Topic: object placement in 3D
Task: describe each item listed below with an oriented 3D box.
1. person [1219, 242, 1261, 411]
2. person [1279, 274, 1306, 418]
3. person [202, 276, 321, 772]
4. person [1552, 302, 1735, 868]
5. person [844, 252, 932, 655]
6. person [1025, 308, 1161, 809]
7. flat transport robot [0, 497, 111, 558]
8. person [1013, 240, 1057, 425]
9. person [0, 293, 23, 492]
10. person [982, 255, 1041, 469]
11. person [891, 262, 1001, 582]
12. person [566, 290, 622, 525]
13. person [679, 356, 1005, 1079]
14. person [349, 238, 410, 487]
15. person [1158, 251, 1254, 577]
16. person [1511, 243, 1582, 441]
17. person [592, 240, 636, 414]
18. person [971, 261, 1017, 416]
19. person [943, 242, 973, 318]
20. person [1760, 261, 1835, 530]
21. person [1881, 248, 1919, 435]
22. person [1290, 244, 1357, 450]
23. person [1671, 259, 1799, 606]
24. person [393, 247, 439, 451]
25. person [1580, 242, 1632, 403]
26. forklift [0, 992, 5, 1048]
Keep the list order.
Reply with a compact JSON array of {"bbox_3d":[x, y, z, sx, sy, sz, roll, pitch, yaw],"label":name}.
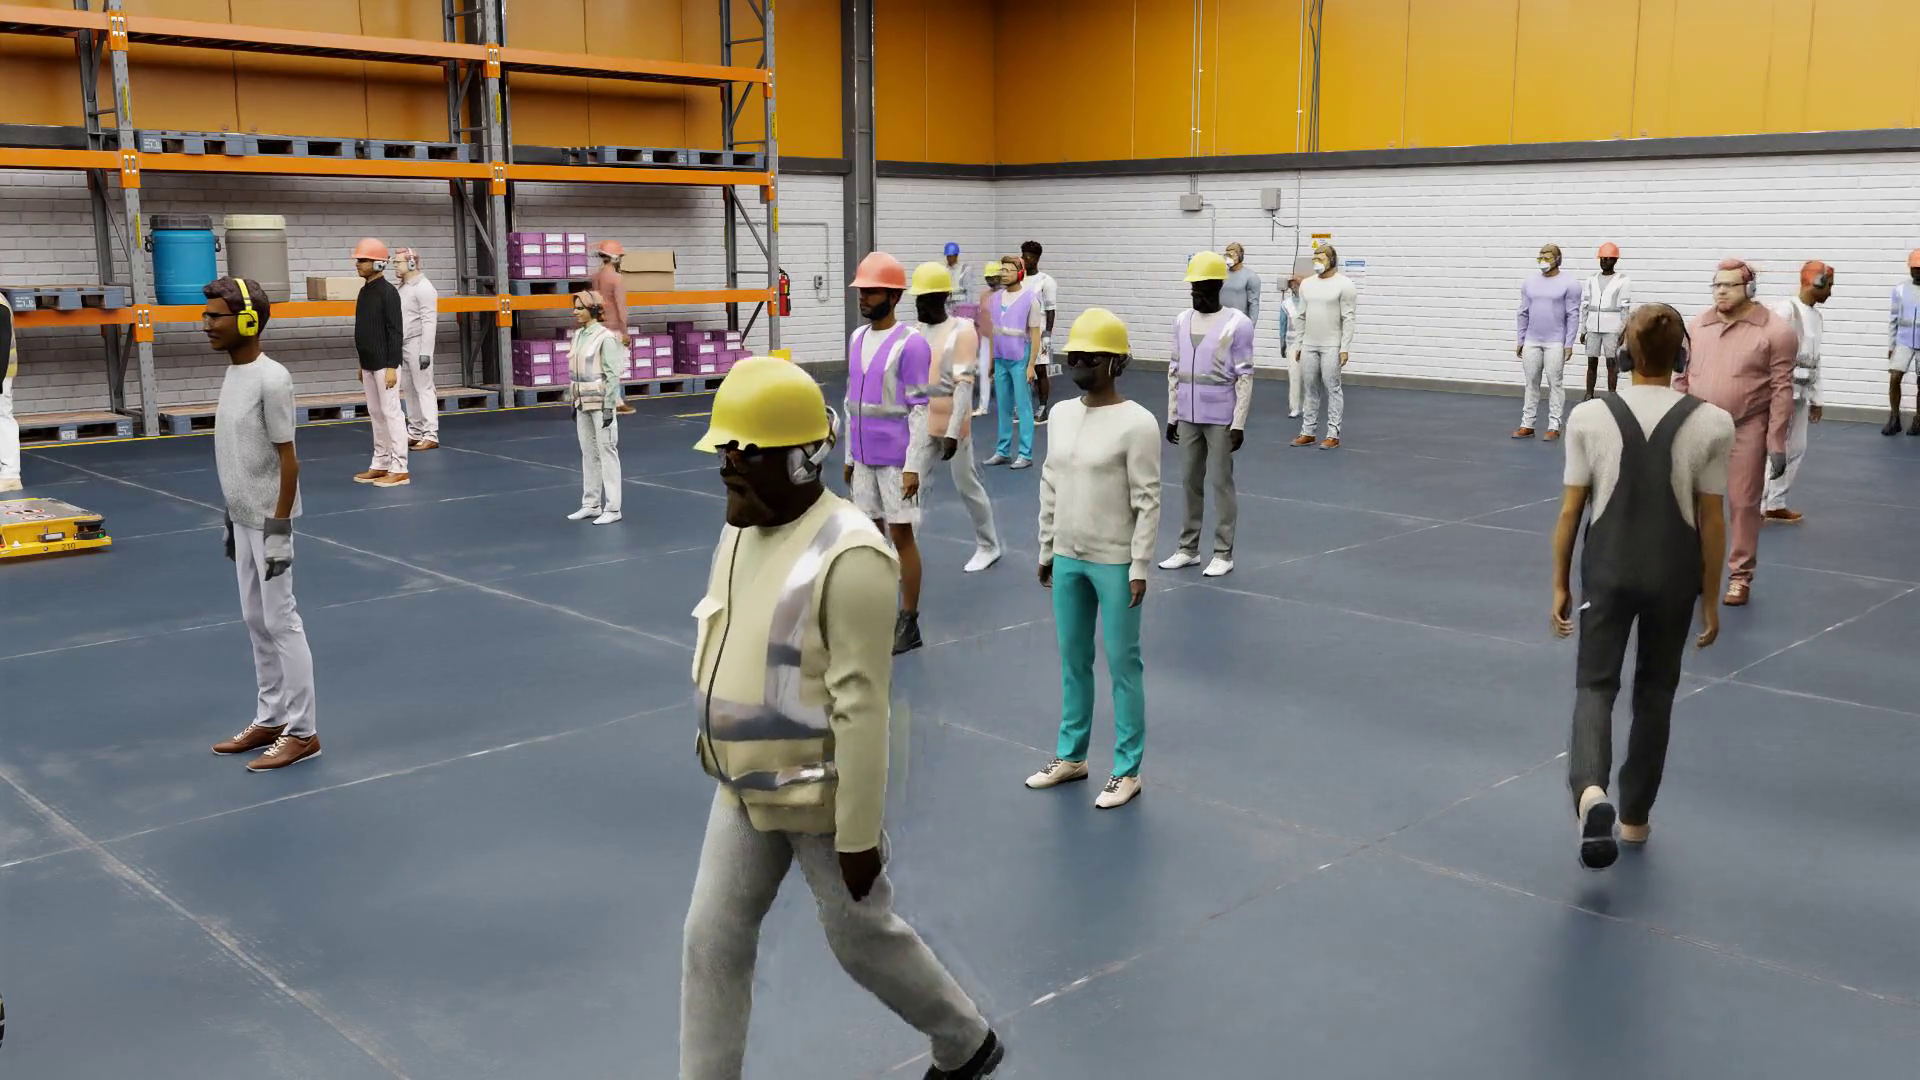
[{"bbox_3d":[3.139,-2.431,19.078,0.372,1.940,0.630,-10,14,-44],"label":"person"},{"bbox_3d":[3.855,-2.198,18.740,0.524,1.590,0.862,4,11,19],"label":"person"},{"bbox_3d":[-2.687,-0.060,6.339,0.328,1.872,0.515,-10,14,-44],"label":"person"},{"bbox_3d":[2.156,0.160,5.298,0.510,1.820,0.737,4,11,22],"label":"person"},{"bbox_3d":[-0.382,-0.416,8.081,0.353,1.942,0.545,-10,14,-44],"label":"person"},{"bbox_3d":[0.479,0.064,5.934,0.308,1.772,0.526,-10,14,-44],"label":"person"},{"bbox_3d":[-6.170,-0.100,10.916,0.652,0.197,1.431,-10,15,-44],"label":"flat transport robot"},{"bbox_3d":[0.765,-2.218,17.863,0.367,1.961,0.623,-10,15,-44],"label":"person"},{"bbox_3d":[-7.713,-1.301,13.186,0.429,1.844,0.625,-10,14,-44],"label":"person"},{"bbox_3d":[0.472,-1.546,14.501,0.389,1.847,0.565,-10,14,-44],"label":"person"},{"bbox_3d":[-0.103,-0.694,9.805,0.581,1.877,1.004,10,14,43],"label":"person"},{"bbox_3d":[-2.575,-0.931,11.715,0.309,1.641,0.515,-10,14,-44],"label":"person"},{"bbox_3d":[-0.292,0.491,3.581,0.899,1.791,0.597,-8,13,-36],"label":"person"},{"bbox_3d":[-4.715,-1.435,13.486,0.375,1.997,0.612,-10,14,-44],"label":"person"},{"bbox_3d":[1.469,-0.748,9.934,0.370,1.927,0.588,-10,14,-44],"label":"person"},{"bbox_3d":[5.793,-1.949,16.450,0.372,1.940,0.630,-10,14,-44],"label":"person"},{"bbox_3d":[-3.969,-2.367,18.626,0.637,1.975,0.623,-8,13,-37],"label":"person"},{"bbox_3d":[0.458,-2.278,18.795,0.531,1.737,0.804,9,13,39],"label":"person"},{"bbox_3d":[-0.089,-3.522,25.089,0.618,1.922,0.493,5,11,24],"label":"person"},{"bbox_3d":[5.685,-0.988,11.477,0.709,1.855,0.349,-7,13,-34],"label":"person"},{"bbox_3d":[9.628,-1.978,16.734,0.545,1.894,0.642,10,14,42],"label":"person"},{"bbox_3d":[3.449,-1.831,15.811,0.372,1.940,0.630,-10,14,-44],"label":"person"},{"bbox_3d":[4.208,-0.580,9.134,0.430,1.895,0.662,-9,14,-41],"label":"person"},{"bbox_3d":[-5.190,-1.802,15.738,0.407,1.908,0.641,-10,14,-44],"label":"person"},{"bbox_3d":[7.325,-2.406,18.936,0.353,1.942,0.545,-10,14,-44],"label":"person"},{"bbox_3d":[-3.245,0.323,3.363,2.313,2.155,1.214,2,11,13],"label":"forklift"}]
